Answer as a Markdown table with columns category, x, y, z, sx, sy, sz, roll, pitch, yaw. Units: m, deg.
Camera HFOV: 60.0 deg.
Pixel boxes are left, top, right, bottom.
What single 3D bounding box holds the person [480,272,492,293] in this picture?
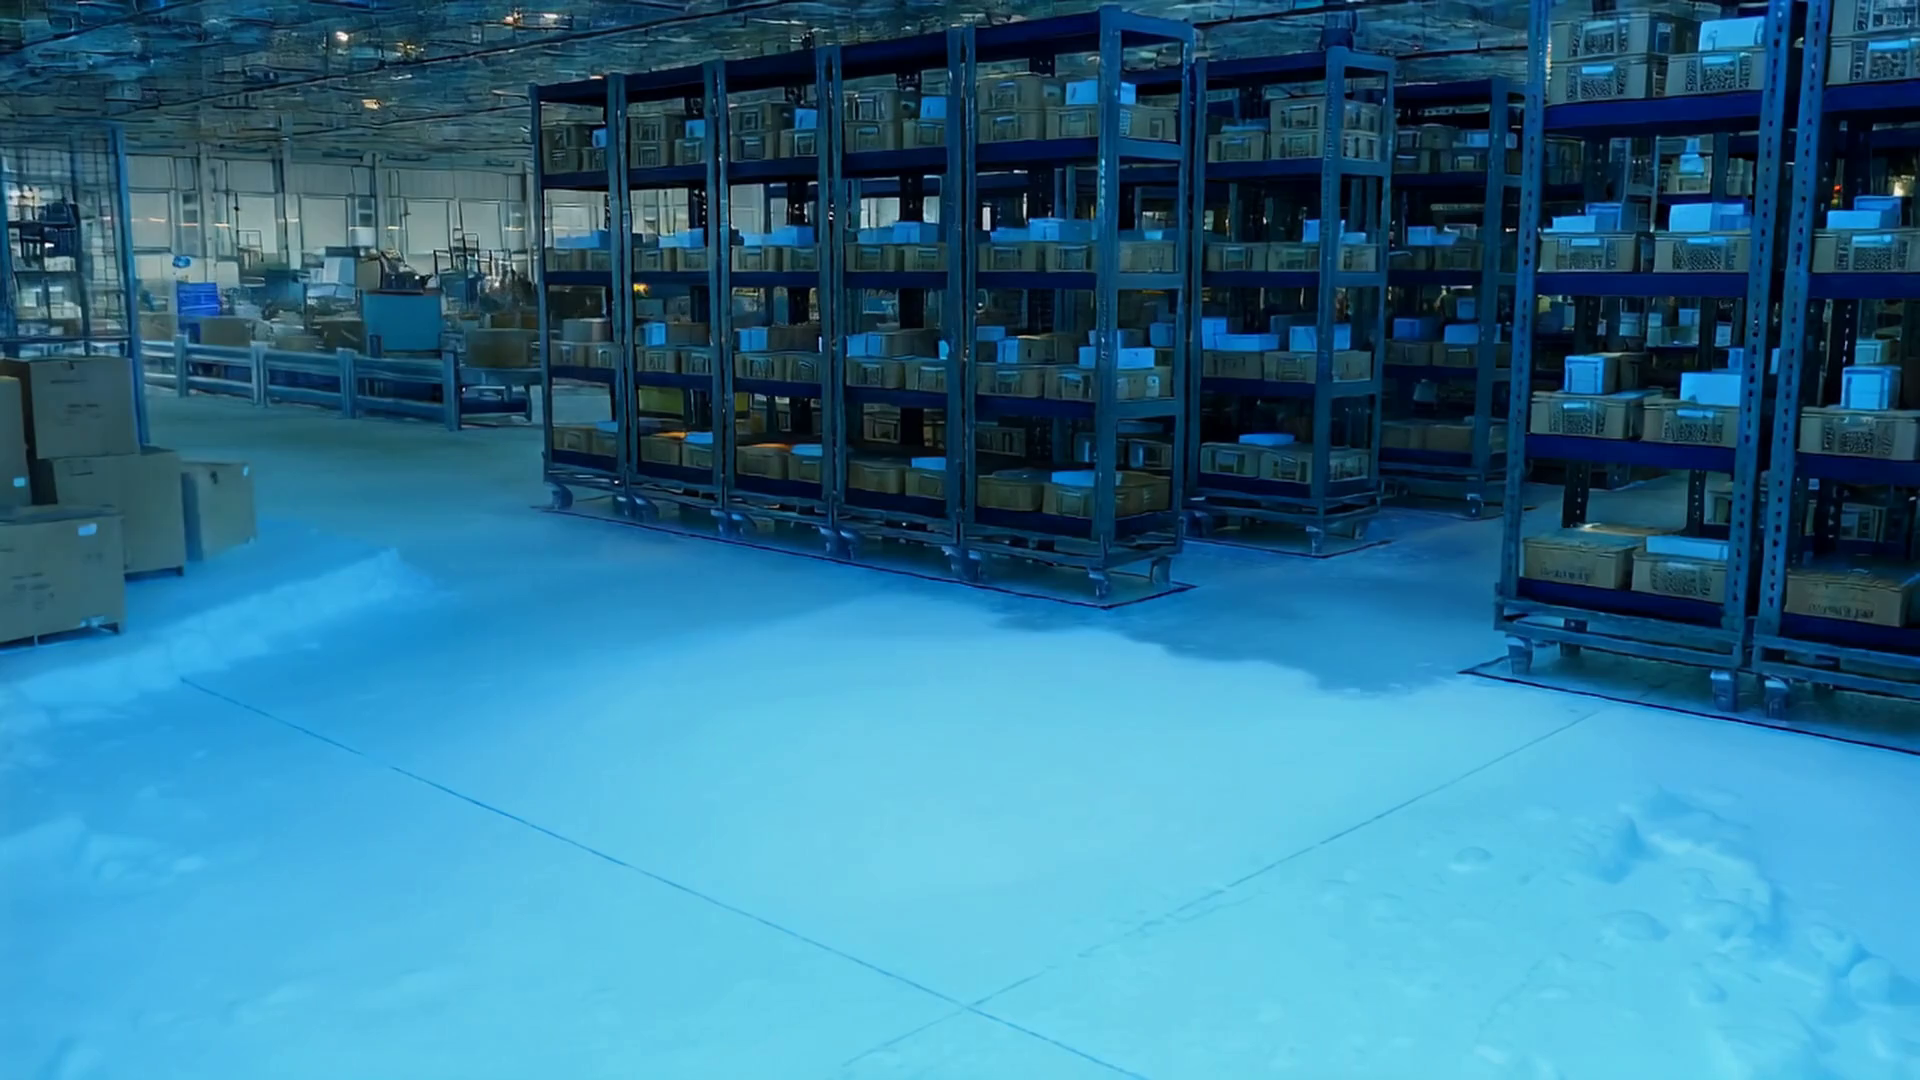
| category | x | y | z | sx | sy | sz | roll | pitch | yaw |
| --- | --- | --- | --- | --- | --- | --- | --- | --- | --- |
| person | -23.978 | -12.591 | 84.132 | 0.624 | 1.897 | 0.501 | -1 | 9 | -4 |

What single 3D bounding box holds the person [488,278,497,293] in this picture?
| category | x | y | z | sx | sy | sz | roll | pitch | yaw |
| --- | --- | --- | --- | --- | --- | --- | --- | --- | --- |
| person | -16.680 | -8.488 | 59.422 | 0.332 | 1.760 | 0.527 | 0 | 9 | -3 |

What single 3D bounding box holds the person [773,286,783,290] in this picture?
| category | x | y | z | sx | sy | sz | roll | pitch | yaw |
| --- | --- | --- | --- | --- | --- | --- | --- | --- | --- |
| person | -7.749 | -10.283 | 69.923 | 0.611 | 1.938 | 0.959 | -2 | 9 | -10 |

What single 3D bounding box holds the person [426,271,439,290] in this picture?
| category | x | y | z | sx | sy | sz | roll | pitch | yaw |
| --- | --- | --- | --- | --- | --- | --- | --- | --- | --- |
| person | -18.746 | -8.585 | 59.283 | 0.608 | 1.997 | 0.375 | 5 | 11 | 29 |

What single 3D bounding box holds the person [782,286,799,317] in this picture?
| category | x | y | z | sx | sy | sz | roll | pitch | yaw |
| --- | --- | --- | --- | --- | --- | --- | --- | --- | --- |
| person | -4.581 | -6.183 | 45.382 | 0.530 | 1.727 | 0.881 | -8 | 12 | -40 |

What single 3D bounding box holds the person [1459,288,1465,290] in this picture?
| category | x | y | z | sx | sy | sz | roll | pitch | yaw |
| --- | --- | --- | --- | --- | --- | --- | --- | --- | --- |
| person | 19.373 | -9.505 | 64.841 | 0.632 | 2.022 | 0.596 | 4 | 10 | 24 |

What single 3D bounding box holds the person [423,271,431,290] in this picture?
| category | x | y | z | sx | sy | sz | roll | pitch | yaw |
| --- | --- | --- | --- | --- | --- | --- | --- | --- | --- |
| person | -20.790 | -9.530 | 64.941 | 0.914 | 2.000 | 0.684 | -3 | 10 | -19 |

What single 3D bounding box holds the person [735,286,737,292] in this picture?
| category | x | y | z | sx | sy | sz | roll | pitch | yaw |
| --- | --- | --- | --- | --- | --- | --- | --- | --- | --- |
| person | -11.830 | -13.058 | 86.889 | 0.355 | 1.937 | 0.634 | -6 | 11 | -31 |

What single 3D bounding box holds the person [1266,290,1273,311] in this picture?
| category | x | y | z | sx | sy | sz | roll | pitch | yaw |
| --- | --- | --- | --- | --- | --- | --- | --- | --- | --- |
| person | 10.548 | -7.932 | 56.432 | 0.513 | 1.615 | 0.444 | 7 | 12 | 37 |

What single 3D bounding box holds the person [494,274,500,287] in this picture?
| category | x | y | z | sx | sy | sz | roll | pitch | yaw |
| --- | --- | --- | --- | --- | --- | --- | --- | --- | --- |
| person | -20.960 | -11.153 | 75.560 | 0.524 | 1.832 | 0.942 | 7 | 12 | 37 |

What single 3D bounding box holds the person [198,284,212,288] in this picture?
| category | x | y | z | sx | sy | sz | roll | pitch | yaw |
| --- | --- | --- | --- | --- | --- | --- | --- | --- | --- |
| person | -37.241 | -12.229 | 82.101 | 0.620 | 1.845 | 0.429 | -2 | 10 | -14 |

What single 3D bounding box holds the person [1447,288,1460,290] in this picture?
| category | x | y | z | sx | sy | sz | roll | pitch | yaw |
| --- | --- | --- | --- | --- | --- | --- | --- | --- | --- |
| person | 16.600 | -8.000 | 56.079 | 0.645 | 1.875 | 0.868 | -4 | 10 | -23 |

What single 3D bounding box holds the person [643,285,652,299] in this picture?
| category | x | y | z | sx | sy | sz | roll | pitch | yaw |
| --- | --- | --- | --- | --- | --- | --- | --- | --- | --- |
| person | -14.423 | -11.312 | 76.399 | 0.610 | 1.864 | 0.997 | 9 | 13 | 43 |

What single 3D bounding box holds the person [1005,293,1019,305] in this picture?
| category | x | y | z | sx | sy | sz | roll | pitch | yaw |
| --- | --- | --- | --- | --- | --- | --- | --- | --- | --- |
| person | 0.610 | -2.258 | 21.007 | 0.404 | 1.828 | 0.591 | 2 | 9 | 9 |

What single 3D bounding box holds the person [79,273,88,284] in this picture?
| category | x | y | z | sx | sy | sz | roll | pitch | yaw |
| --- | --- | --- | --- | --- | --- | --- | --- | --- | --- |
| person | -41.875 | -11.807 | 79.360 | 0.658 | 1.901 | 0.646 | -2 | 9 | -11 |

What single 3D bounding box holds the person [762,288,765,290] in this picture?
| category | x | y | z | sx | sy | sz | roll | pitch | yaw |
| --- | --- | --- | --- | --- | --- | --- | --- | --- | --- |
| person | -8.897 | -11.321 | 76.588 | 0.513 | 1.836 | 0.909 | 5 | 10 | 28 |

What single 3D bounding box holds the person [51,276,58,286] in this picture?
| category | x | y | z | sx | sy | sz | roll | pitch | yaw |
| --- | --- | --- | --- | --- | --- | --- | --- | --- | --- |
| person | -38.322 | -10.408 | 70.639 | 0.627 | 1.941 | 0.371 | -2 | 9 | -12 |

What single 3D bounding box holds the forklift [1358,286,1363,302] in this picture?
| category | x | y | z | sx | sy | sz | roll | pitch | yaw |
| --- | --- | --- | --- | --- | --- | --- | --- | --- | --- |
| forklift | 11.100 | -7.017 | 46.970 | 1.873 | 2.768 | 1.129 | 9 | 13 | 43 |

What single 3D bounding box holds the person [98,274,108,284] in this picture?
| category | x | y | z | sx | sy | sz | roll | pitch | yaw |
| --- | --- | --- | --- | --- | --- | --- | --- | --- | --- |
| person | -33.720 | -9.553 | 65.553 | 0.766 | 1.884 | 0.638 | -9 | 13 | -43 |

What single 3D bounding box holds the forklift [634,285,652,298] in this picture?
| category | x | y | z | sx | sy | sz | roll | pitch | yaw |
| --- | --- | --- | --- | --- | --- | --- | --- | --- | --- |
| forklift | -16.262 | -13.260 | 85.243 | 1.873 | 2.768 | 1.129 | 9 | 13 | 43 |

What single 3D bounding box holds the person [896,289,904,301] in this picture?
| category | x | y | z | sx | sy | sz | roll | pitch | yaw |
| --- | --- | --- | --- | --- | --- | --- | --- | --- | --- |
| person | -2.047 | -8.477 | 59.160 | 0.508 | 1.815 | 0.603 | 7 | 12 | 36 |
